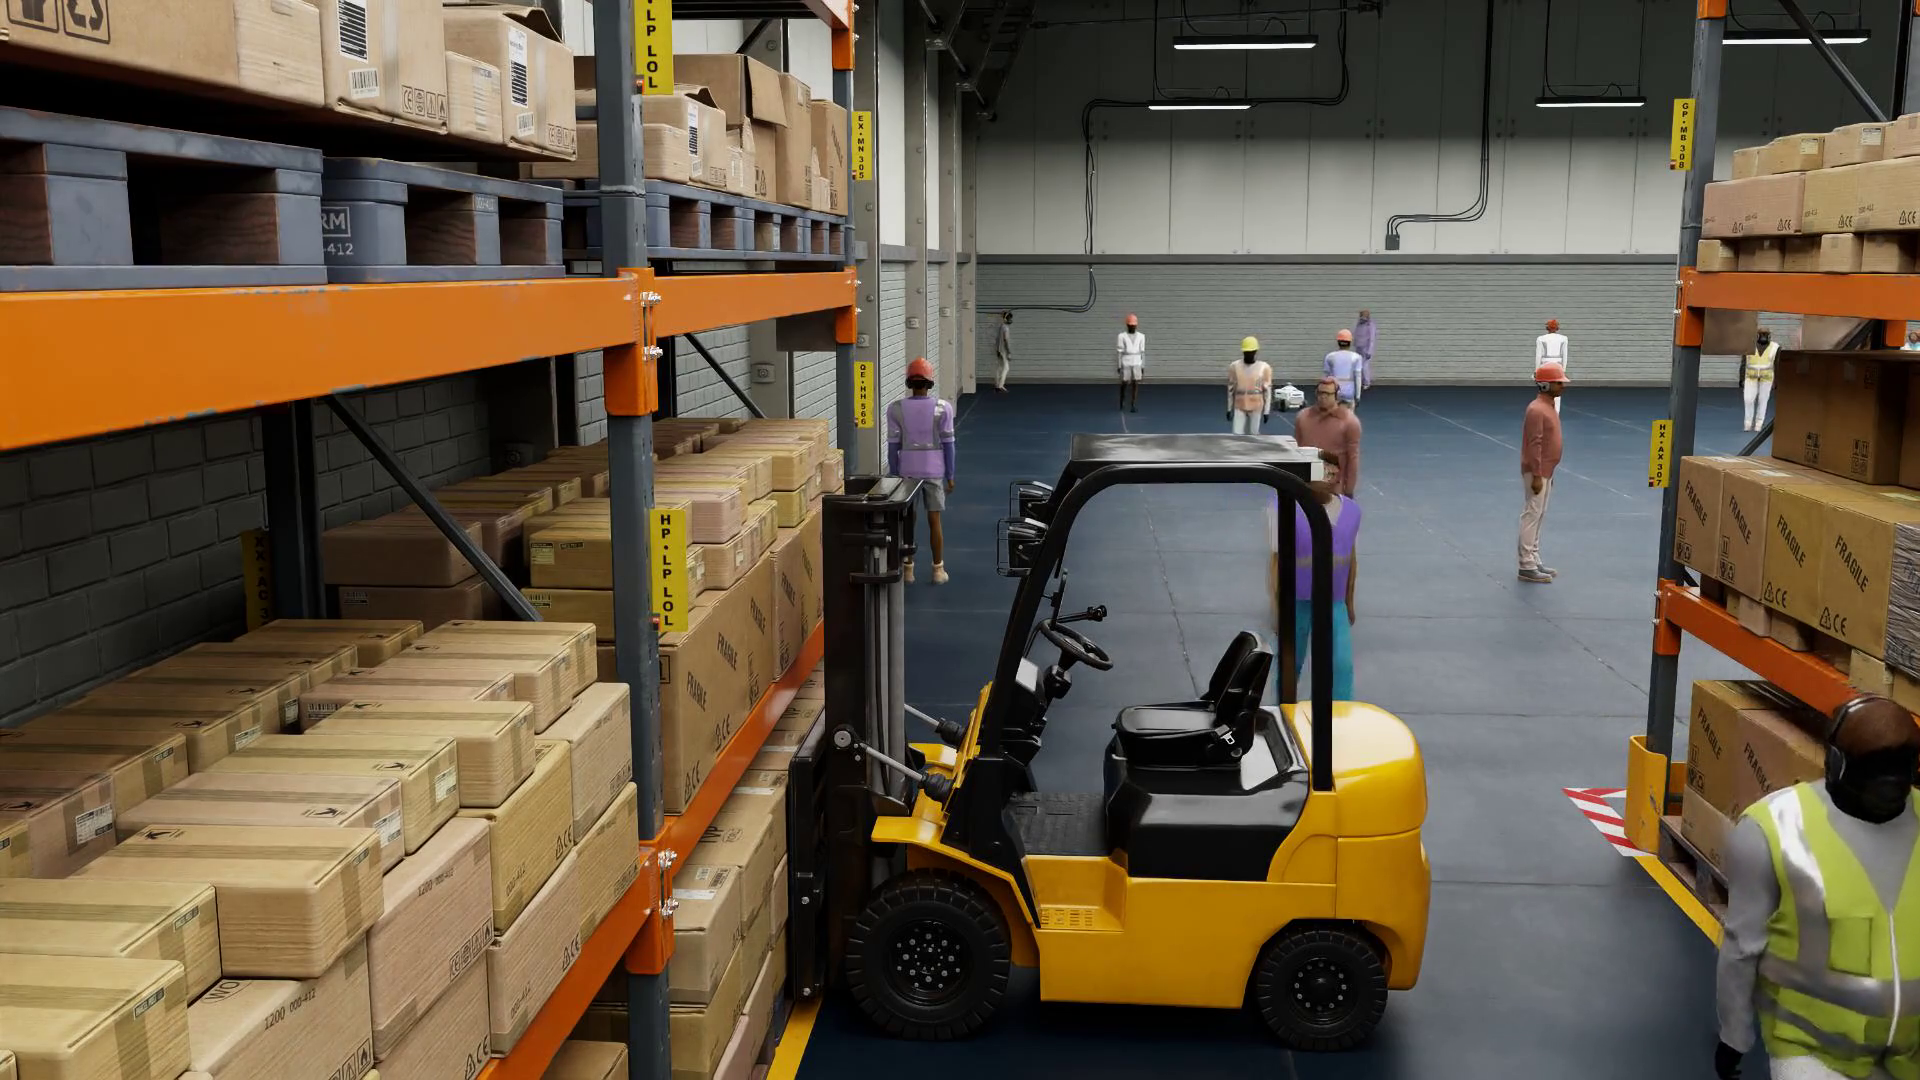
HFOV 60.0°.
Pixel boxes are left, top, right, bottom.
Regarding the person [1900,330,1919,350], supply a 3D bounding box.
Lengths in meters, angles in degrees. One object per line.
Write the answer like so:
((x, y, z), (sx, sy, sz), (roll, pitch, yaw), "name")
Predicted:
((18.379, -3.230, 32.122), (0.518, 1.613, 0.729), (6, 11, 31), "person")

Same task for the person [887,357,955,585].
((-0.347, -0.611, 14.923), (0.608, 2.048, 0.365), (1, 9, 4), "person")

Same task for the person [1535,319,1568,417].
((10.982, -3.170, 30.930), (0.576, 1.882, 0.355), (1, 9, 4), "person")

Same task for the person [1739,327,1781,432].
((13.694, -2.732, 28.484), (0.658, 1.807, 0.847), (5, 11, 28), "person")

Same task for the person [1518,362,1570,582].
((5.312, -0.626, 15.170), (0.387, 1.996, 0.611), (6, 11, 30), "person")

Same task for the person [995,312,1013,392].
((0.987, -4.266, 37.744), (0.399, 1.829, 0.701), (-2, 10, -10), "person")

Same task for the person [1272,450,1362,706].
((2.094, 0.388, 9.603), (0.595, 1.804, 0.903), (-2, 10, -14), "person")

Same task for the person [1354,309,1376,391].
((9.224, -4.340, 38.071), (0.468, 1.870, 0.740), (-5, 10, -26), "person")

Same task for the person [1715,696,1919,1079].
((2.301, 1.267, 4.309), (0.635, 1.801, 0.940), (0, 9, 2), "person")

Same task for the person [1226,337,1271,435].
((3.858, -1.773, 22.393), (0.621, 1.897, 0.807), (4, 10, 22), "person")

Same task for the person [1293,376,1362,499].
((3.274, -0.536, 14.937), (0.652, 1.888, 0.723), (8, 12, 40), "person")

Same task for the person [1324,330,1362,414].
((5.799, -2.234, 25.227), (0.573, 1.888, 0.961), (3, 10, 17), "person")

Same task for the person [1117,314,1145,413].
((3.338, -3.445, 32.495), (0.545, 1.924, 0.547), (-1, 9, -7), "person")

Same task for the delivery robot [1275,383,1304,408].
((6.471, -2.844, 32.687), (0.477, 0.478, 0.707), (-2, 10, -13), "delivery robot")
